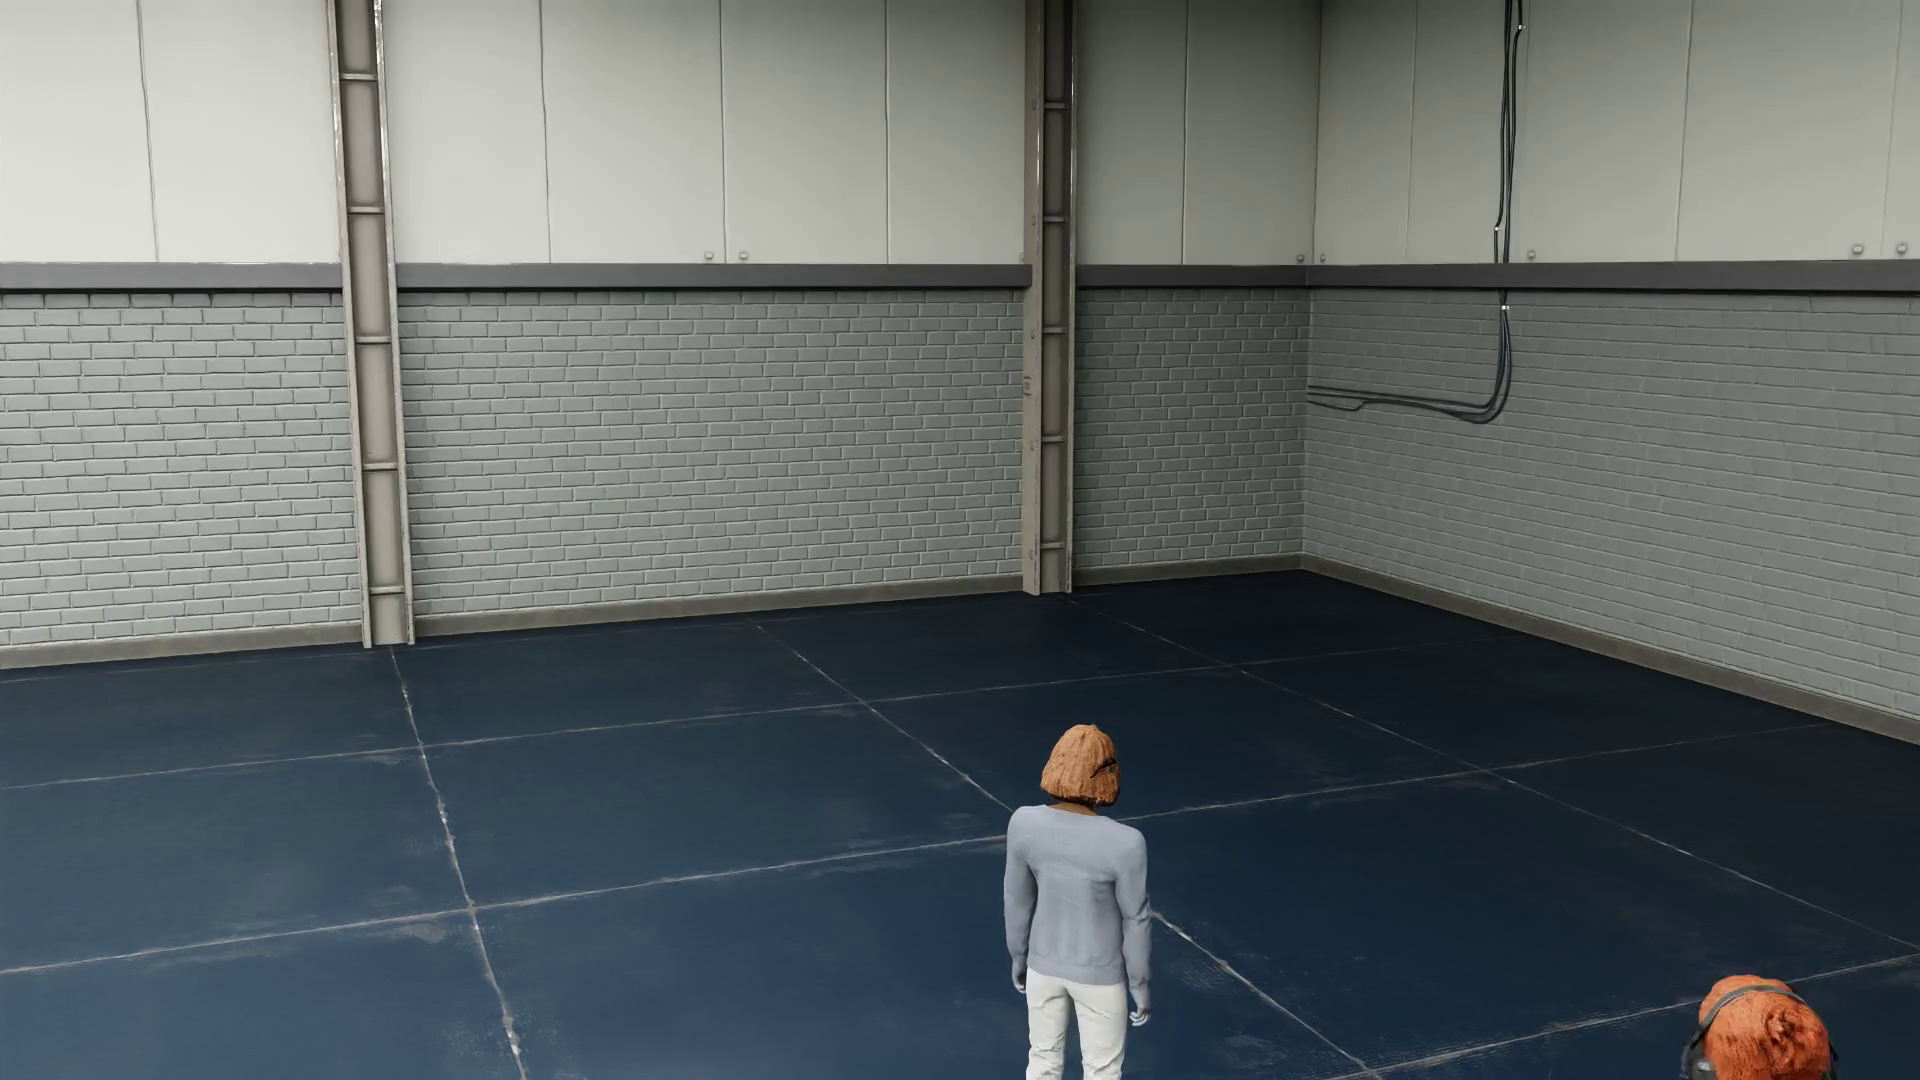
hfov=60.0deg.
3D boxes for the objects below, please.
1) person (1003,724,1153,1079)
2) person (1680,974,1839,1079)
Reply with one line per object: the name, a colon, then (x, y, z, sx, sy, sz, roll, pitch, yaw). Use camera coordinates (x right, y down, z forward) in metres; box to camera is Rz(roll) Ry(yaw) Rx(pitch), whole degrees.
person: (0.379, 1.385, 5.291, 0.508, 1.632, 0.270, 6, 11, 31)
person: (1.303, 1.653, 2.859, 0.598, 1.871, 0.424, 2, 9, 12)
